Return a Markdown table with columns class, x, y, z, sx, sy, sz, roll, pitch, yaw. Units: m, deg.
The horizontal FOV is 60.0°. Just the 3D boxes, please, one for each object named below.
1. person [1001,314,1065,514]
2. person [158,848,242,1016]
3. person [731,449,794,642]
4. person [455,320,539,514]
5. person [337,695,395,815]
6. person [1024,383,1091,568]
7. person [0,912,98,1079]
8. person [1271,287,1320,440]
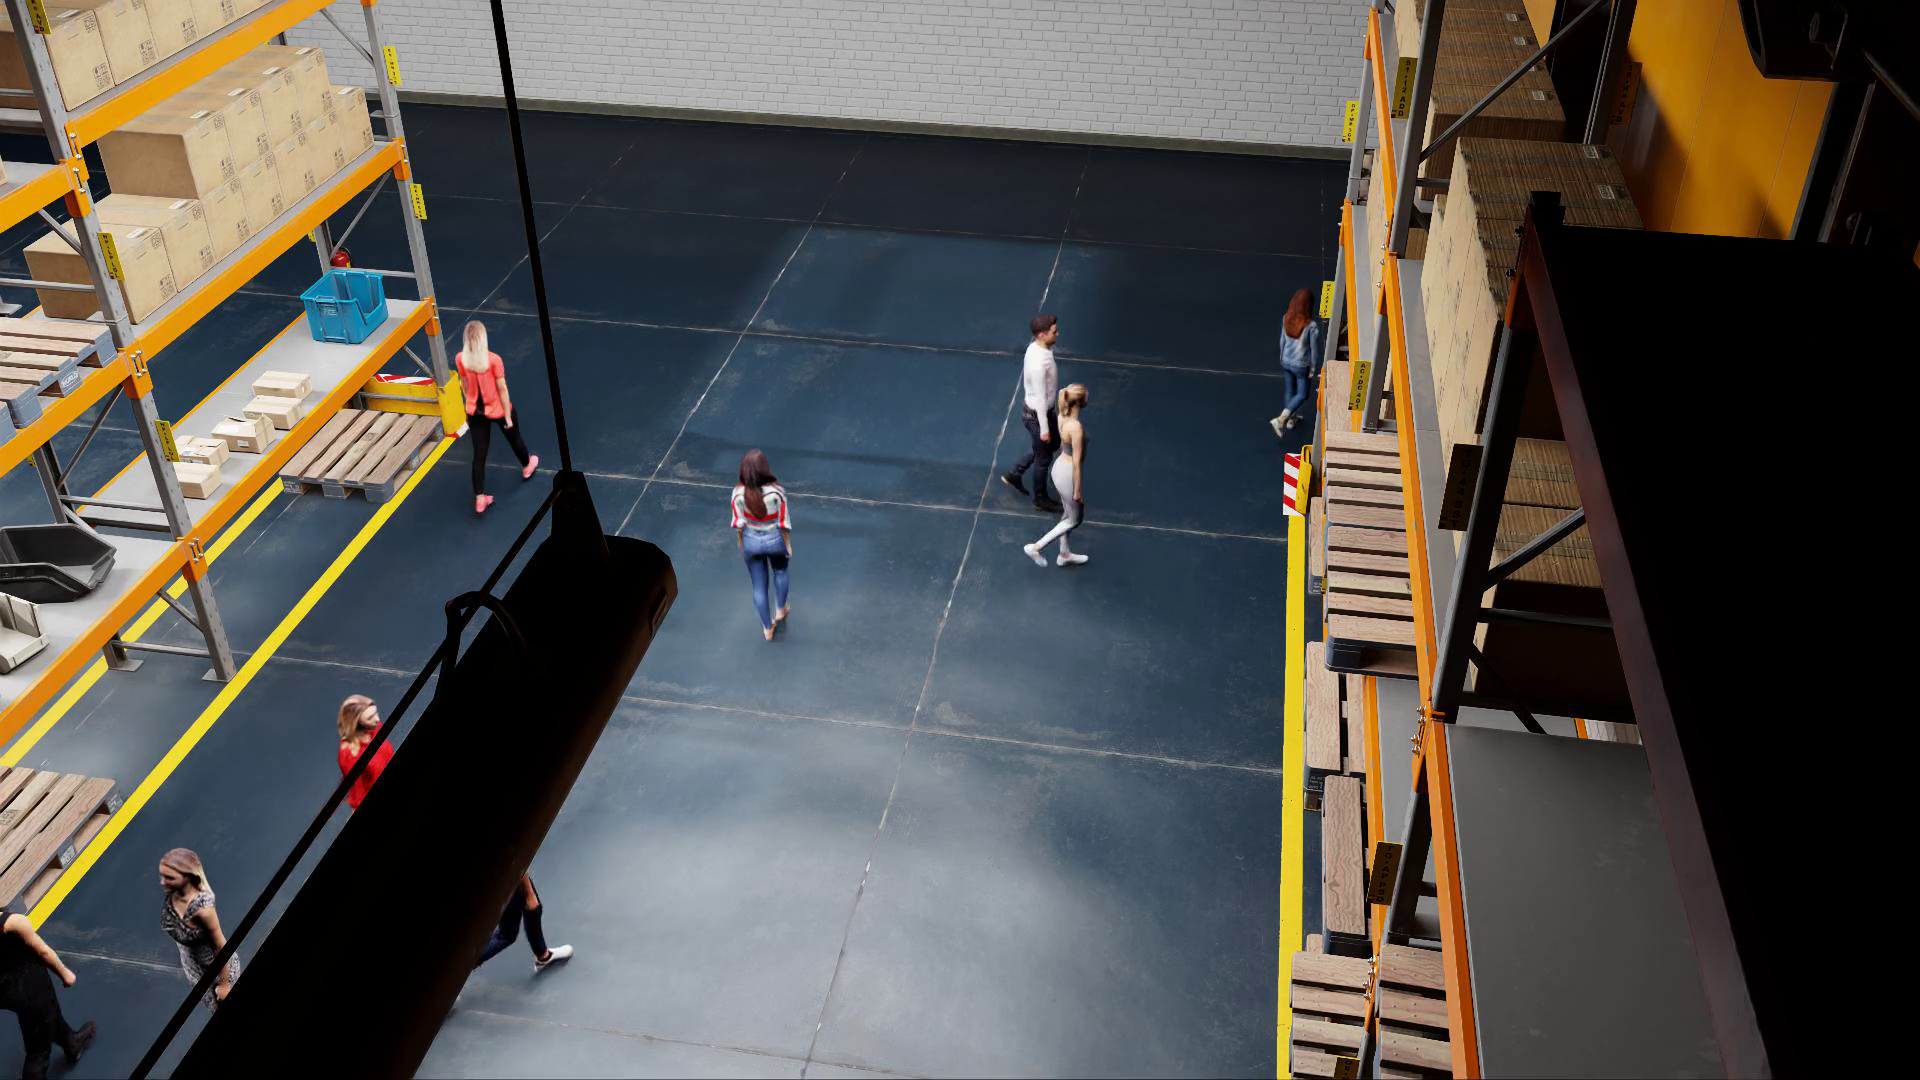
| class | x | y | z | sx | sy | sz | roll | pitch | yaw |
| --- | --- | --- | --- | --- | --- | --- | --- | --- | --- |
| person | 0.593 | -1.071 | 14.113 | 0.705 | 1.857 | 0.773 | 4 | 34 | 6 |
| person | -4.099 | 2.330 | 9.132 | 0.634 | 1.706 | 0.635 | 24 | 40 | 31 |
| person | -1.493 | 0.072 | 12.625 | 0.681 | 1.600 | 0.727 | 0 | 34 | -1 |
| person | -4.078 | -1.022 | 14.232 | 0.605 | 1.643 | 1.126 | 6 | 34 | 9 |
| person | -3.575 | 1.623 | 10.198 | 0.677 | 1.704 | 0.439 | 5 | 34 | 7 |
| person | 0.799 | -0.473 | 13.362 | 0.845 | 1.691 | 0.851 | -9 | 35 | -14 |
| person | -5.081 | 2.485 | 8.945 | 0.627 | 1.655 | 1.124 | 4 | 34 | 6 |
| person | 3.064 | -1.607 | 15.274 | 0.939 | 1.464 | 0.840 | -28 | 43 | -35 |
